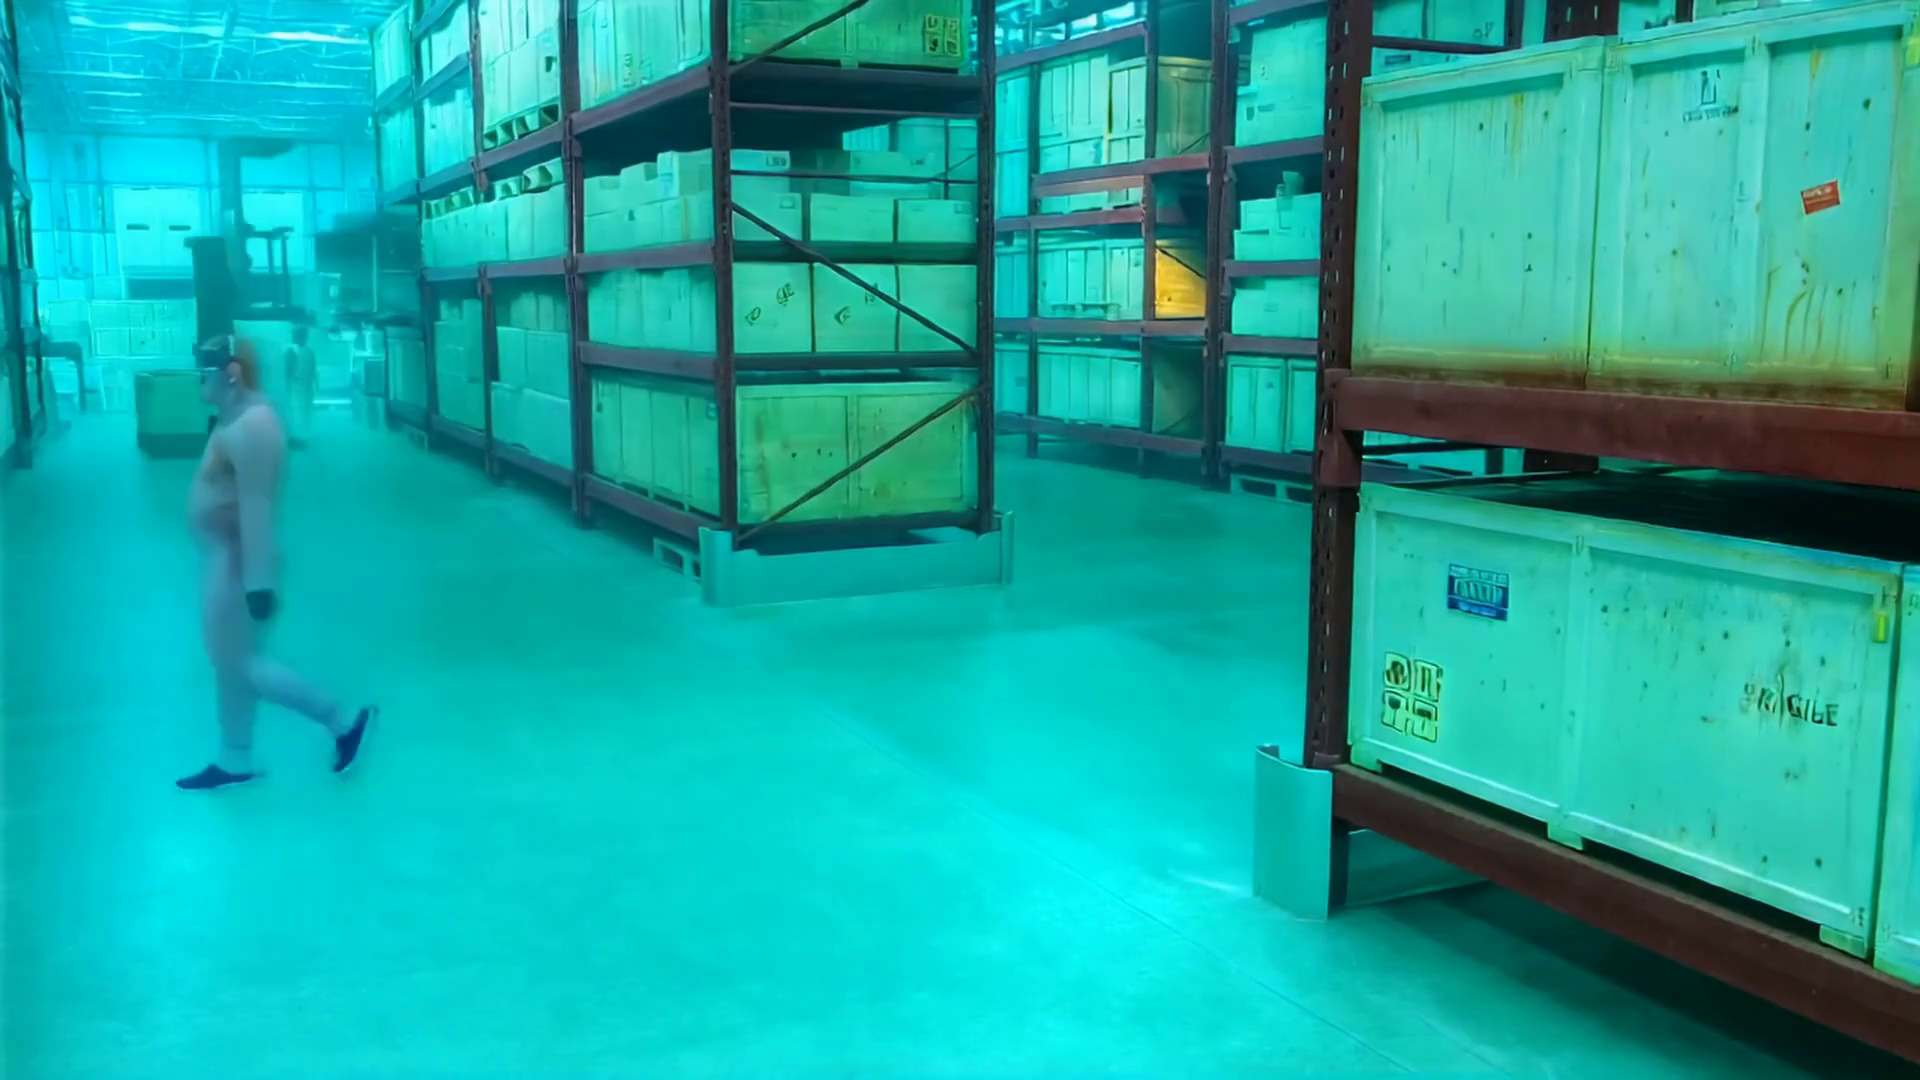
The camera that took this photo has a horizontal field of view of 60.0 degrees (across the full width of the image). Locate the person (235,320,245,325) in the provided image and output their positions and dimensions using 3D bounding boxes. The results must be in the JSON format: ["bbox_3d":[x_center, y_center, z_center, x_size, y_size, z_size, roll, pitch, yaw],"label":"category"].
[{"bbox_3d":[-20.610,-5.836,47.608,0.640,1.932,0.370,-4,9,-25],"label":"person"}]

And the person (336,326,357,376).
[{"bbox_3d":[-16.096,-5.257,43.655,0.546,1.923,0.393,-7,11,-40],"label":"person"}]

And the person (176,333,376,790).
[{"bbox_3d":[-2.852,0.099,6.820,0.709,1.887,0.650,-3,9,-21],"label":"person"}]

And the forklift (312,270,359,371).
[{"bbox_3d":[-17.110,-5.997,45.439,1.129,2.768,1.873,-4,9,-26],"label":"forklift"}]

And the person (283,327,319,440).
[{"bbox_3d":[-9.475,-2.248,23.853,0.463,1.623,0.538,4,9,27],"label":"person"}]

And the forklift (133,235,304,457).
[{"bbox_3d":[-9.707,-2.543,21.623,1.873,2.768,1.129,-5,10,-32],"label":"forklift"}]

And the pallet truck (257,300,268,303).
[{"bbox_3d":[-23.913,-7.404,58.171,1.885,1.965,0.823,-1,8,-9],"label":"pallet truck"}]

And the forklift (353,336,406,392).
[{"bbox_3d":[-9.386,-3.559,28.633,1.129,2.768,1.873,7,11,38],"label":"forklift"}]
